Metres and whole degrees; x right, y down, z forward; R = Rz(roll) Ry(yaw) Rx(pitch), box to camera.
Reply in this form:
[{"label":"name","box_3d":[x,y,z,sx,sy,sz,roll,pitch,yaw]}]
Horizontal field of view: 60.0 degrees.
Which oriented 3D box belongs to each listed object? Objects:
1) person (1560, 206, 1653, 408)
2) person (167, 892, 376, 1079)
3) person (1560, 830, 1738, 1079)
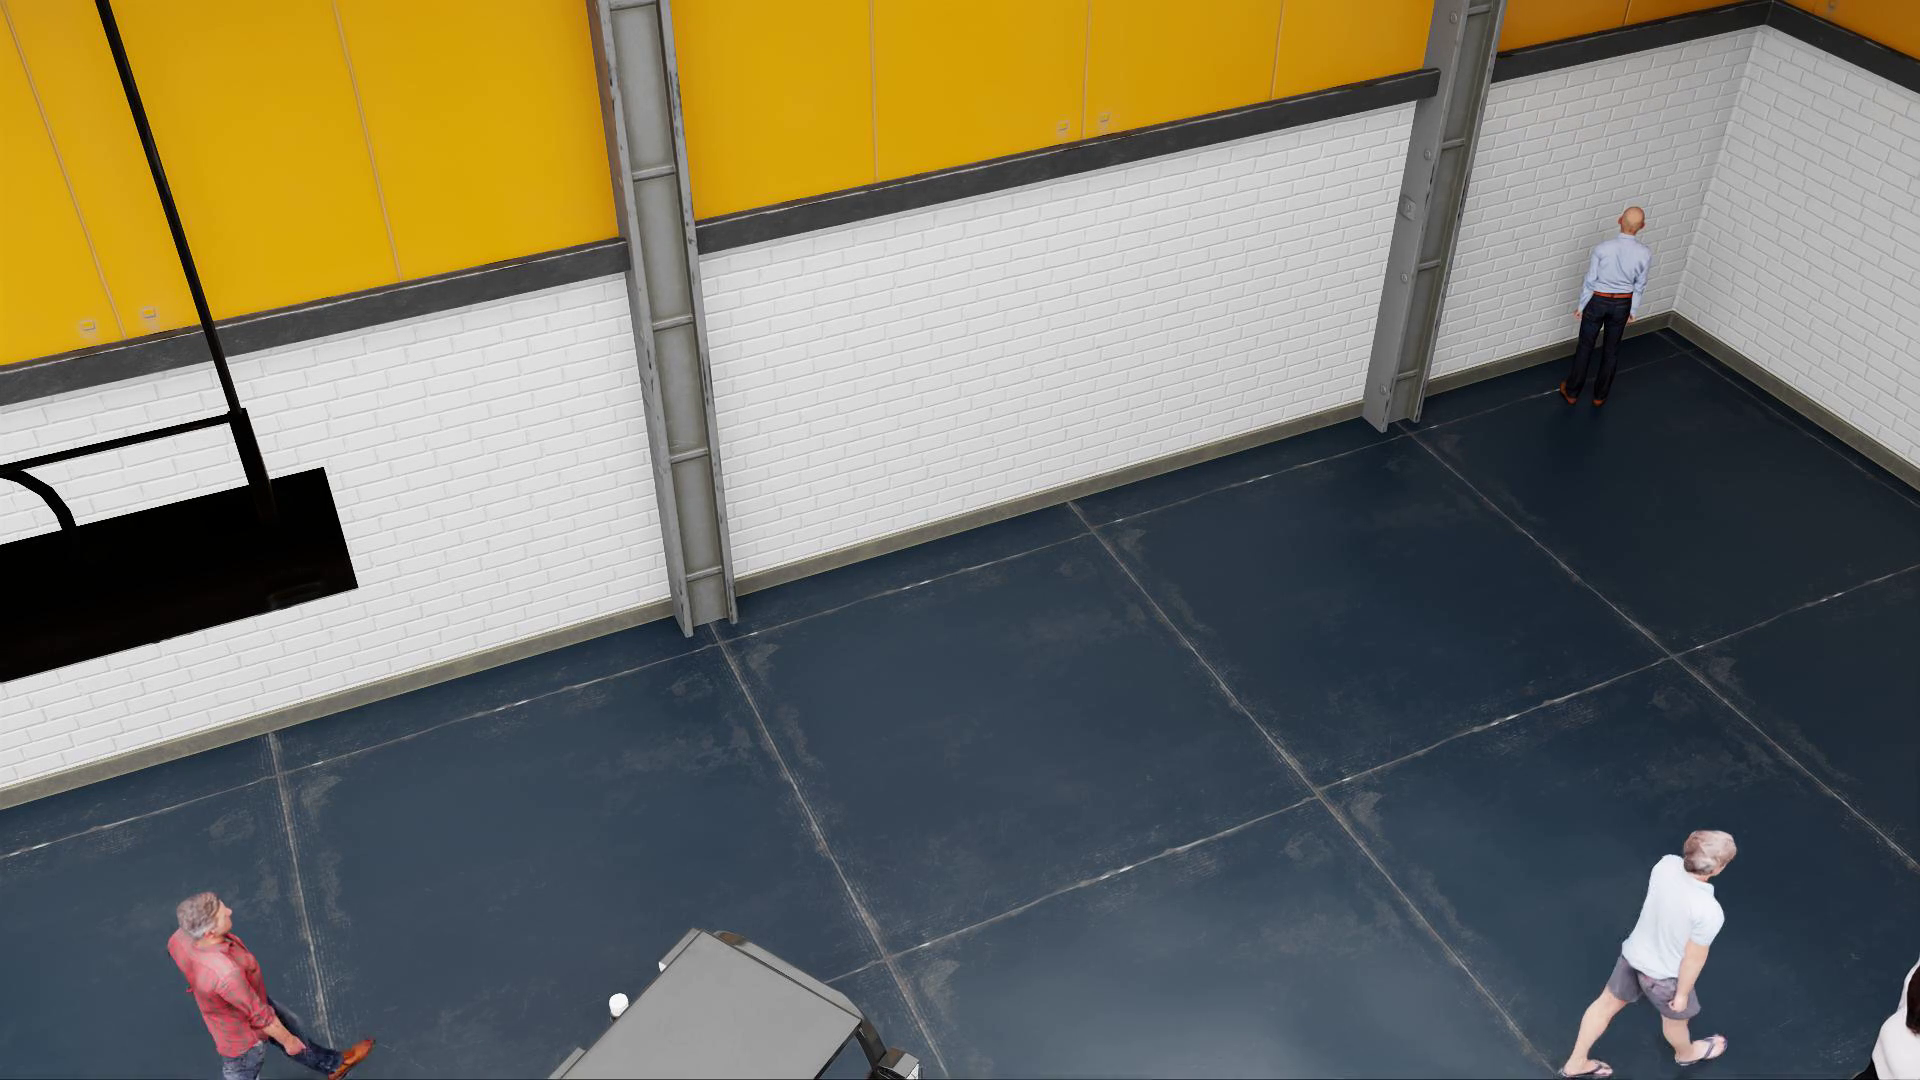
[{"label":"person","box_3d":[5.298,-1.904,13.611,0.703,1.791,0.798,7,39,8]},{"label":"person","box_3d":[-3.609,2.445,8.177,1.323,1.776,0.982,-30,48,-32]},{"label":"person","box_3d":[3.466,2.181,8.494,1.164,1.792,0.802,-8,39,-10]}]
